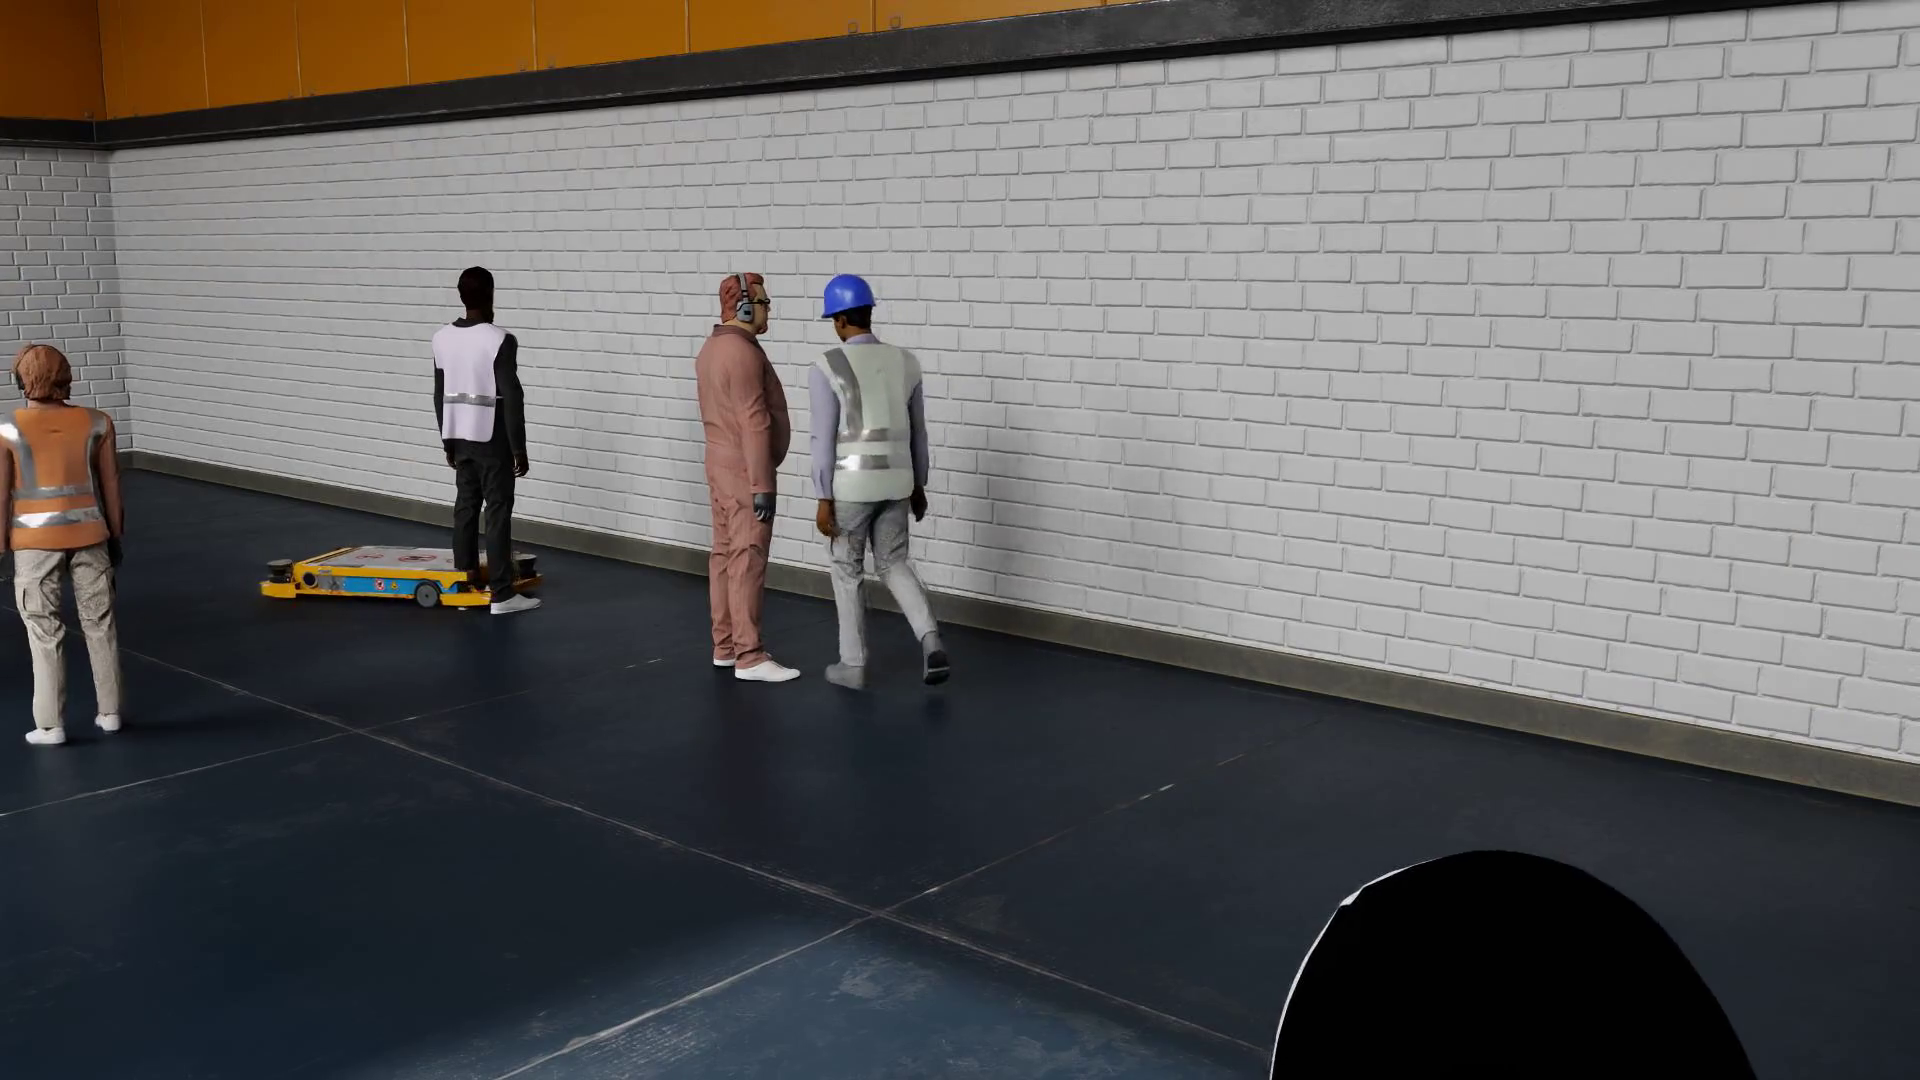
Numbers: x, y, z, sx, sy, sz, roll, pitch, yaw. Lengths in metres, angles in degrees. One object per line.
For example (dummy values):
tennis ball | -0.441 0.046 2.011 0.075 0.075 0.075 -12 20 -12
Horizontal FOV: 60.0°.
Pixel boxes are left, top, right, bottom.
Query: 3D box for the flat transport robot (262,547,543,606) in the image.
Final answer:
flat transport robot | -3.235 0.199 9.686 1.431 0.197 0.652 2 10 12

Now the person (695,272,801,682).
person | -0.995 -0.294 7.831 0.406 1.911 0.638 -5 11 -25

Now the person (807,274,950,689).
person | -0.366 -0.242 7.526 0.630 1.910 0.690 -8 13 -39

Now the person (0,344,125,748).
person | -3.685 0.026 6.803 0.344 1.634 0.521 9 13 41

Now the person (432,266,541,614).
person | -2.649 -0.544 9.226 0.596 1.918 0.380 5 11 28
